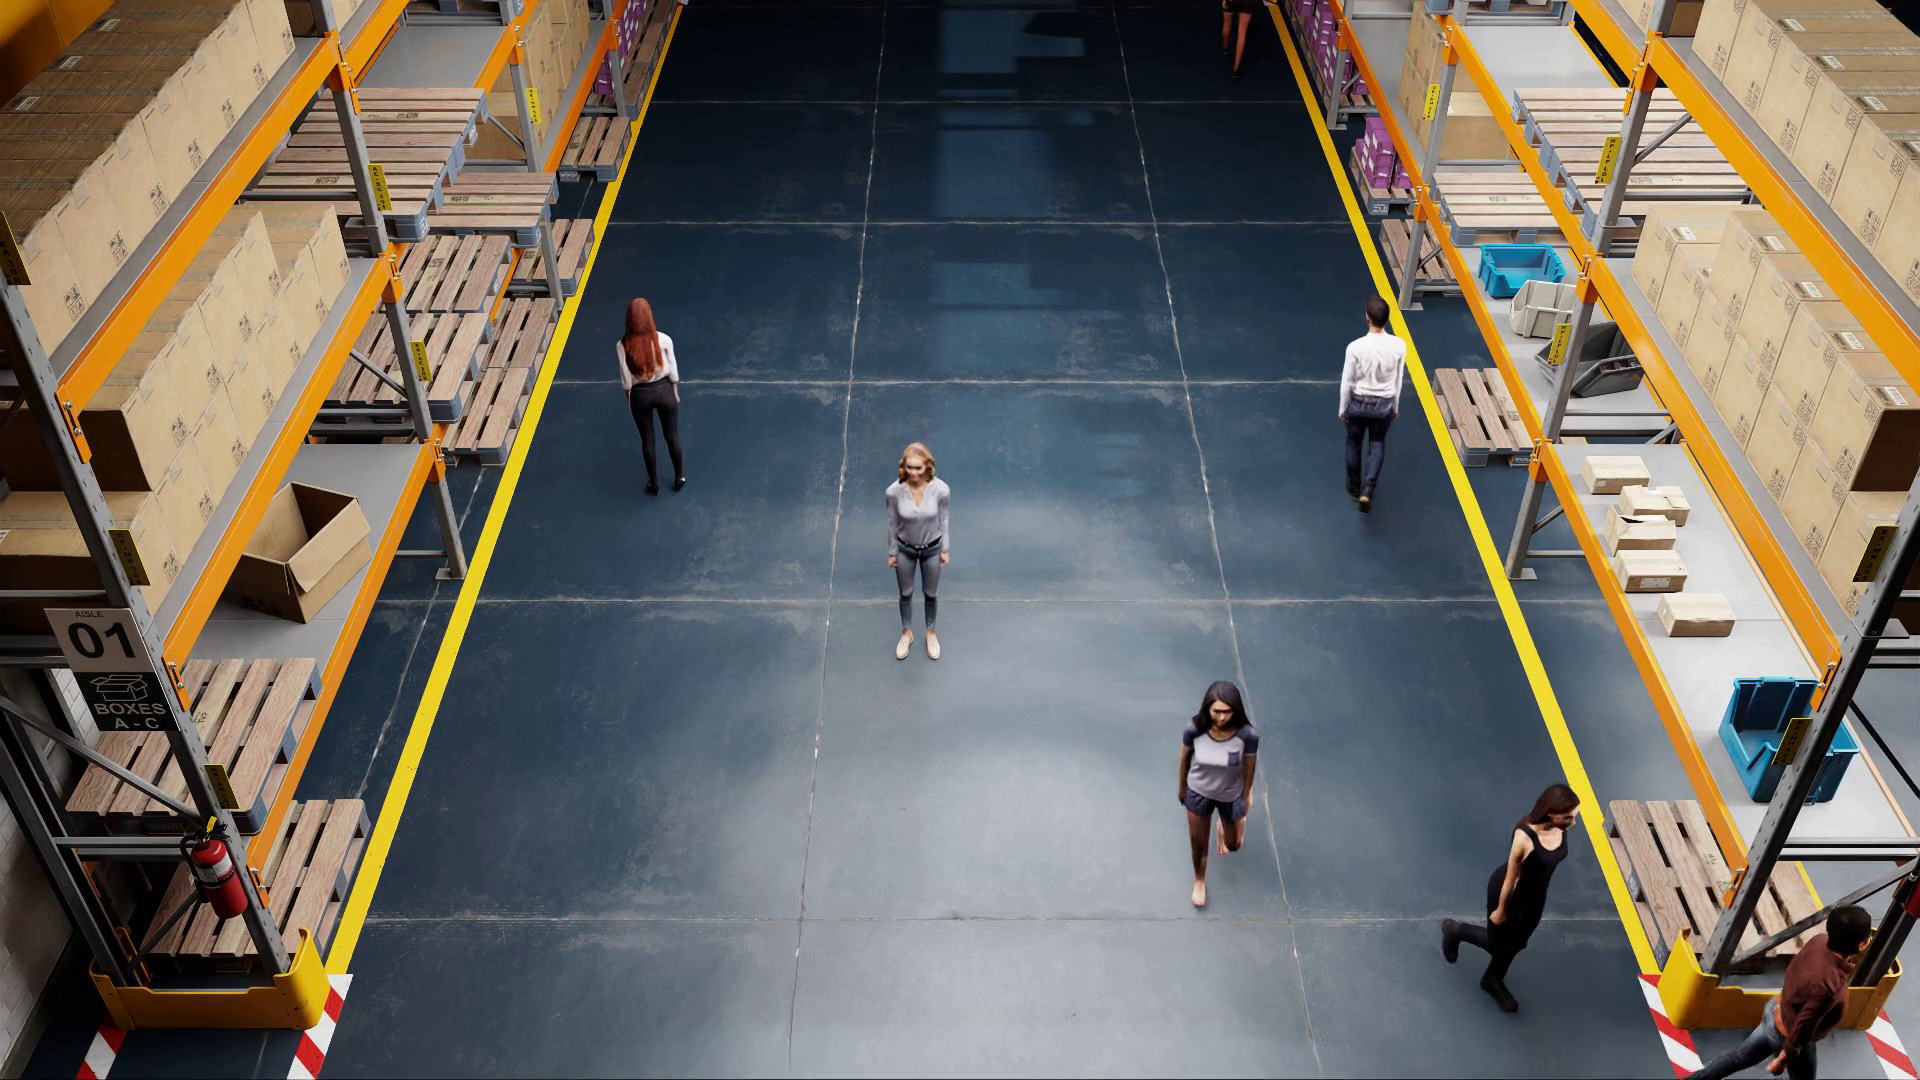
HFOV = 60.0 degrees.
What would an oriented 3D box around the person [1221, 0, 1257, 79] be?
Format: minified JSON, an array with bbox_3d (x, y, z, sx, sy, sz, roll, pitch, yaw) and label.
[{"bbox_3d":[3.318,-6.316,19.684,0.674,1.678,1.223,3,39,4],"label":"person"}]

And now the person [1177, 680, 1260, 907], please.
[{"bbox_3d":[1.546,1.445,9.953,0.696,1.695,0.821,7,39,9],"label":"person"}]

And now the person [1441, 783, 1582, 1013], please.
[{"bbox_3d":[3.081,1.939,9.352,0.850,1.673,0.947,-20,43,-23],"label":"person"}]

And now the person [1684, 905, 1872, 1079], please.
[{"bbox_3d":[4.186,2.528,8.601,0.995,1.690,1.197,13,41,16],"label":"person"}]

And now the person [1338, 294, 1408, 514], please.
[{"bbox_3d":[3.185,-0.994,12.880,0.684,1.853,0.912,3,39,4],"label":"person"}]

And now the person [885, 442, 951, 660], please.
[{"bbox_3d":[-0.291,0.072,11.590,0.580,1.796,0.491,0,39,0],"label":"person"}]

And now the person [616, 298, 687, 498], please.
[{"bbox_3d":[-2.419,-1.110,13.098,0.639,1.762,0.585,-9,40,-12],"label":"person"}]
